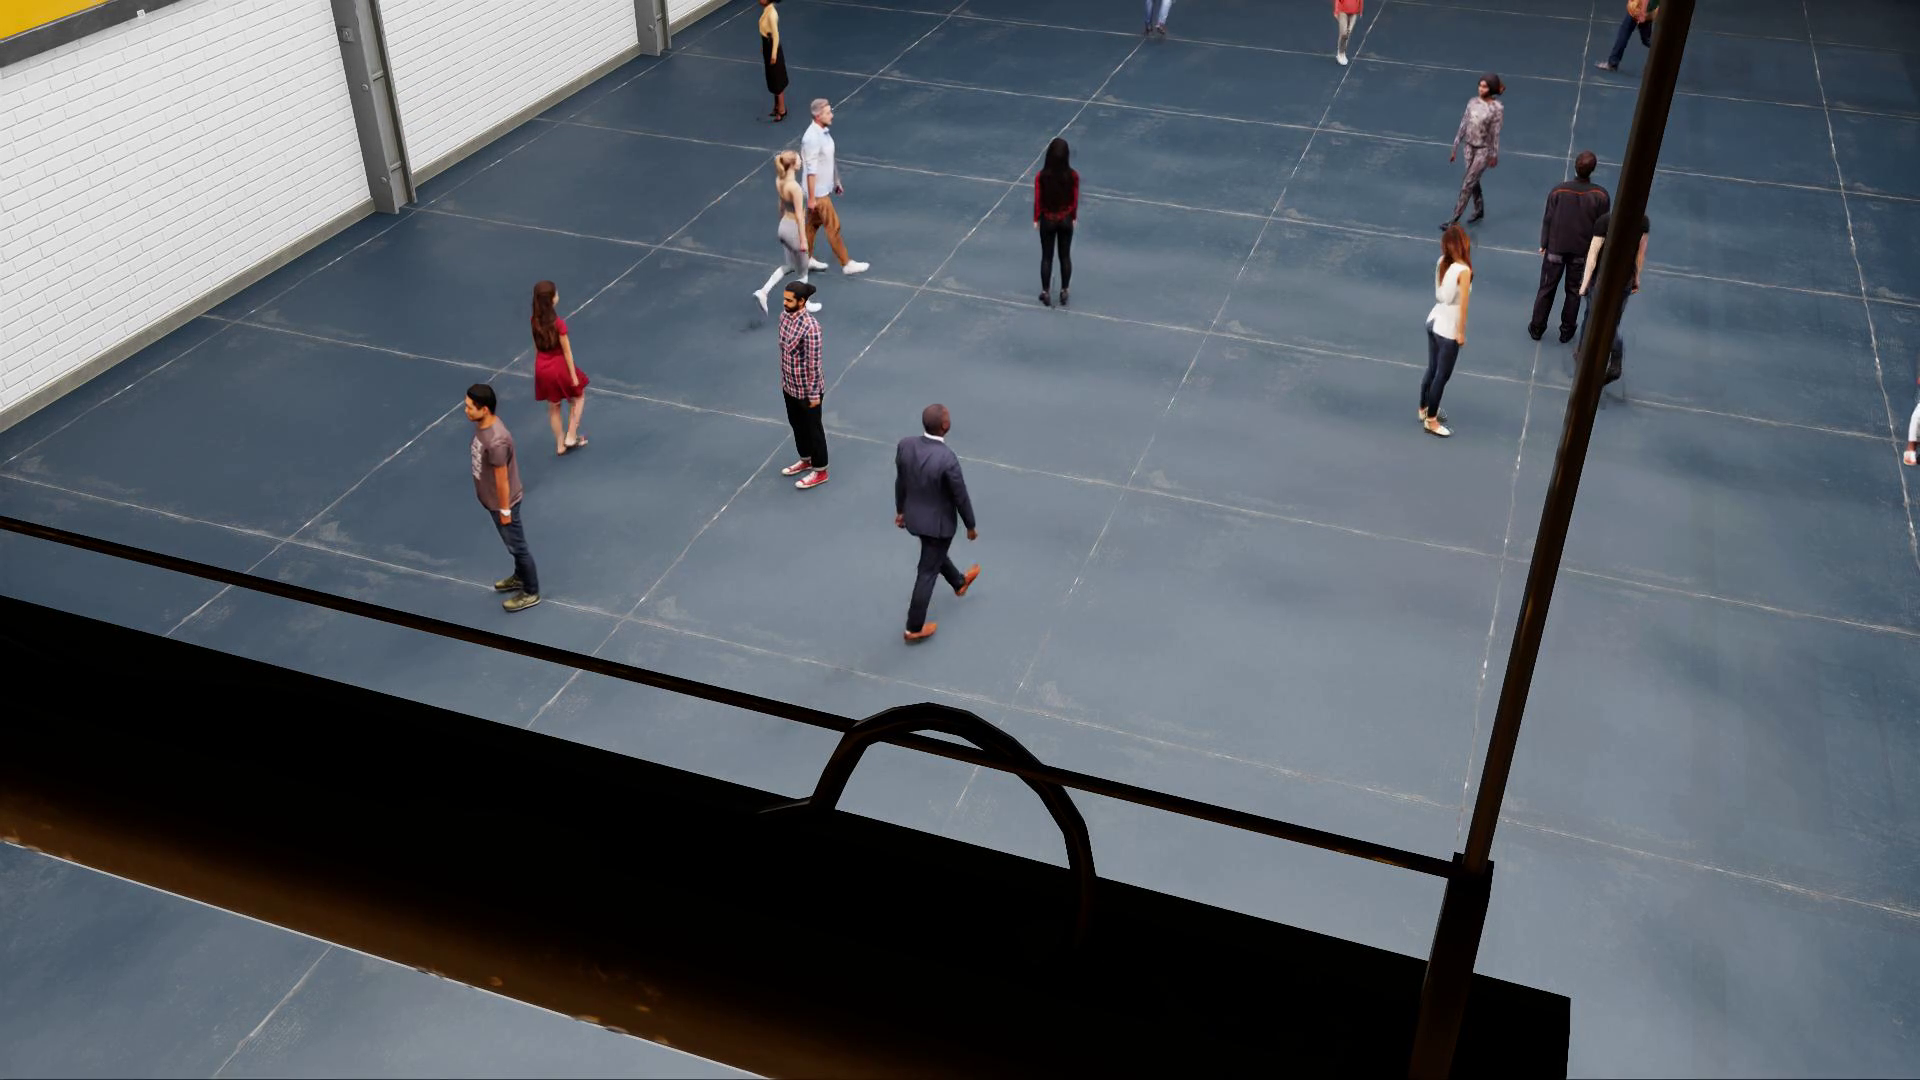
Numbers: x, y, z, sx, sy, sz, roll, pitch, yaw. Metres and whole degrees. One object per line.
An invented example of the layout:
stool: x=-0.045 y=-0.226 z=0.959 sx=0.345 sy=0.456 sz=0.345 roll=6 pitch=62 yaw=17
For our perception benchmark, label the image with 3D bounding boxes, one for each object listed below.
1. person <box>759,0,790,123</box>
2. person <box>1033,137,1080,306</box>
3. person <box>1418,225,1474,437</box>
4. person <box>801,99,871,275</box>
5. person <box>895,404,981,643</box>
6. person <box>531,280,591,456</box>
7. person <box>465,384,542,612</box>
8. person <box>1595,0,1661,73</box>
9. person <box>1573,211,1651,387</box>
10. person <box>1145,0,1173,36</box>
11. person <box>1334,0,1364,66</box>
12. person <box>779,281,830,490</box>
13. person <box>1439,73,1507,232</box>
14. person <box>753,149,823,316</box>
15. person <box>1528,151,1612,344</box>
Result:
person: x=-2.306 y=-5.997 z=20.513 sx=0.734 sy=1.654 sz=0.648 roll=-8 pitch=34 yaw=-12
person: x=0.942 y=-3.079 z=16.122 sx=0.659 sy=1.654 sz=0.663 roll=-5 pitch=34 yaw=-8
person: x=4.094 y=-1.761 z=14.036 sx=0.861 sy=1.769 sz=0.735 roll=-2 pitch=34 yaw=-3
person: x=-1.498 y=-3.525 z=16.663 sx=0.926 sy=1.799 sz=1.006 roll=3 pitch=34 yaw=4
person: x=-0.248 y=-0.070 z=11.479 sx=1.012 sy=1.784 sz=1.247 roll=27 pitch=42 yaw=34
person: x=-3.357 y=-1.375 z=13.657 sx=0.560 sy=1.547 sz=0.634 roll=14 pitch=36 yaw=20
person: x=-3.257 y=-0.324 z=11.869 sx=0.749 sy=1.776 sz=0.703 roll=-17 pitch=37 yaw=-23
person: x=9.079 y=-6.984 z=21.887 sx=0.949 sy=1.777 sz=1.198 roll=21 pitch=39 yaw=29
person: x=5.773 y=-2.237 z=14.673 sx=0.909 sy=1.857 sz=1.227 roll=0 pitch=34 yaw=-1
person: x=2.793 y=-7.982 z=23.332 sx=0.753 sy=1.839 sz=0.896 roll=6 pitch=34 yaw=9
person: x=5.223 y=-7.200 z=22.543 sx=0.674 sy=1.411 sz=0.734 roll=-12 pitch=35 yaw=-18
person: x=-1.248 y=-1.259 z=13.290 sx=0.786 sy=1.759 sz=0.776 roll=-24 pitch=40 yaw=-31
person: x=5.547 y=-4.111 z=17.664 sx=1.183 sy=1.668 sz=0.982 roll=-24 pitch=40 yaw=-31
person: x=-1.656 y=-2.869 z=15.775 sx=1.011 sy=1.690 sz=0.894 roll=-21 pitch=39 yaw=-29
person: x=5.636 y=-2.708 z=15.398 sx=0.723 sy=1.839 sz=0.576 roll=9 pitch=35 yaw=14
